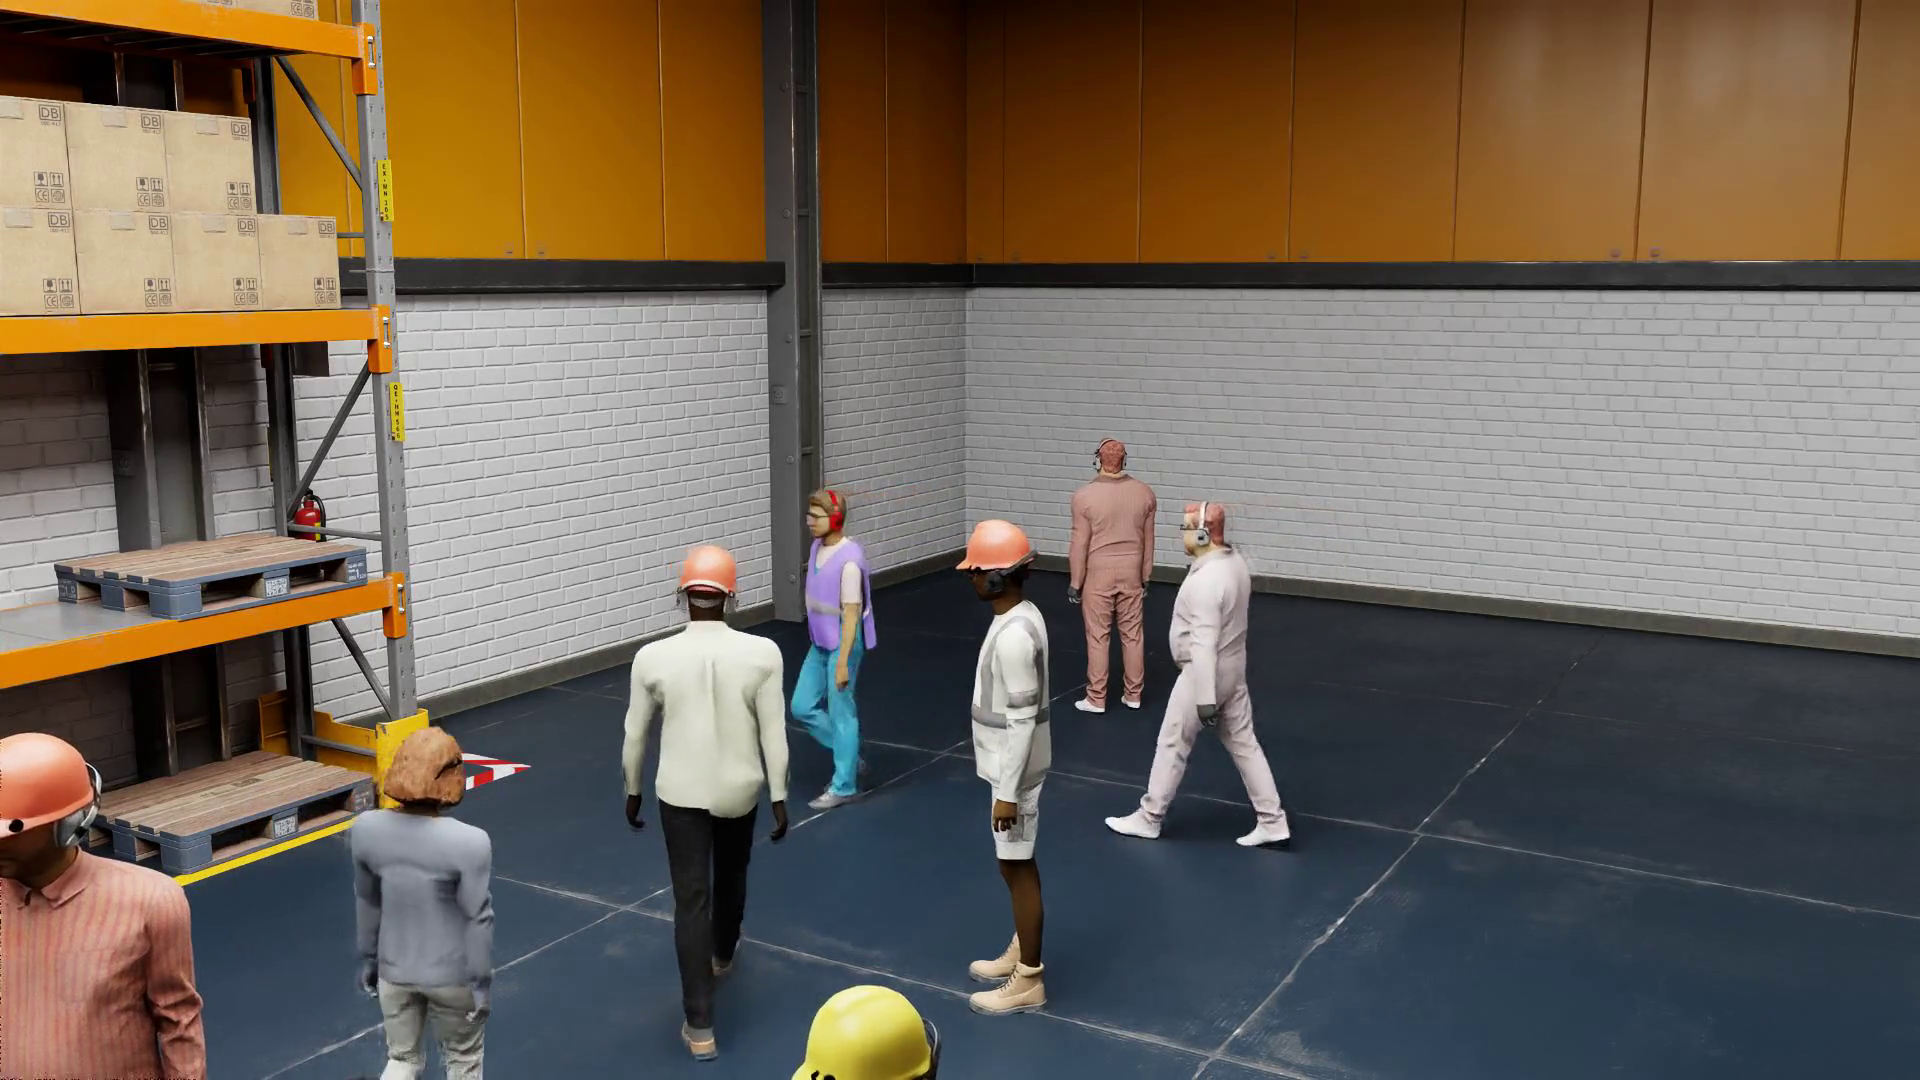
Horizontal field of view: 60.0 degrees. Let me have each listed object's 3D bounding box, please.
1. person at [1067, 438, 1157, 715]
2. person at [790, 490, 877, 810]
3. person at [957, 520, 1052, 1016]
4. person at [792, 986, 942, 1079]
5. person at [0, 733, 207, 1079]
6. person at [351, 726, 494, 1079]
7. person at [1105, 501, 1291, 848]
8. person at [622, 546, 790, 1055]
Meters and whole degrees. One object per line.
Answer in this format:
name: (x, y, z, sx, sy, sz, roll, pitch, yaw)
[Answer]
person: (1.029, 0.250, 11.472, 0.637, 1.911, 0.403, -3, 10, -20)
person: (-0.717, 0.621, 9.387, 0.452, 1.830, 0.603, -5, 10, -26)
person: (0.180, 0.928, 6.828, 0.393, 2.040, 0.611, 0, 9, 3)
person: (-0.147, 1.666, 3.111, 0.341, 1.760, 0.526, -6, 11, -34)
person: (-2.118, 1.415, 3.946, 0.614, 1.988, 0.395, -2, 9, -10)
person: (-1.715, 1.393, 5.266, 0.507, 1.611, 0.593, 2, 9, 11)
person: (1.310, 0.712, 8.759, 0.985, 1.863, 0.650, 5, 10, 30)
person: (-1.037, 0.987, 6.747, 0.662, 1.936, 1.018, -2, 9, -11)
